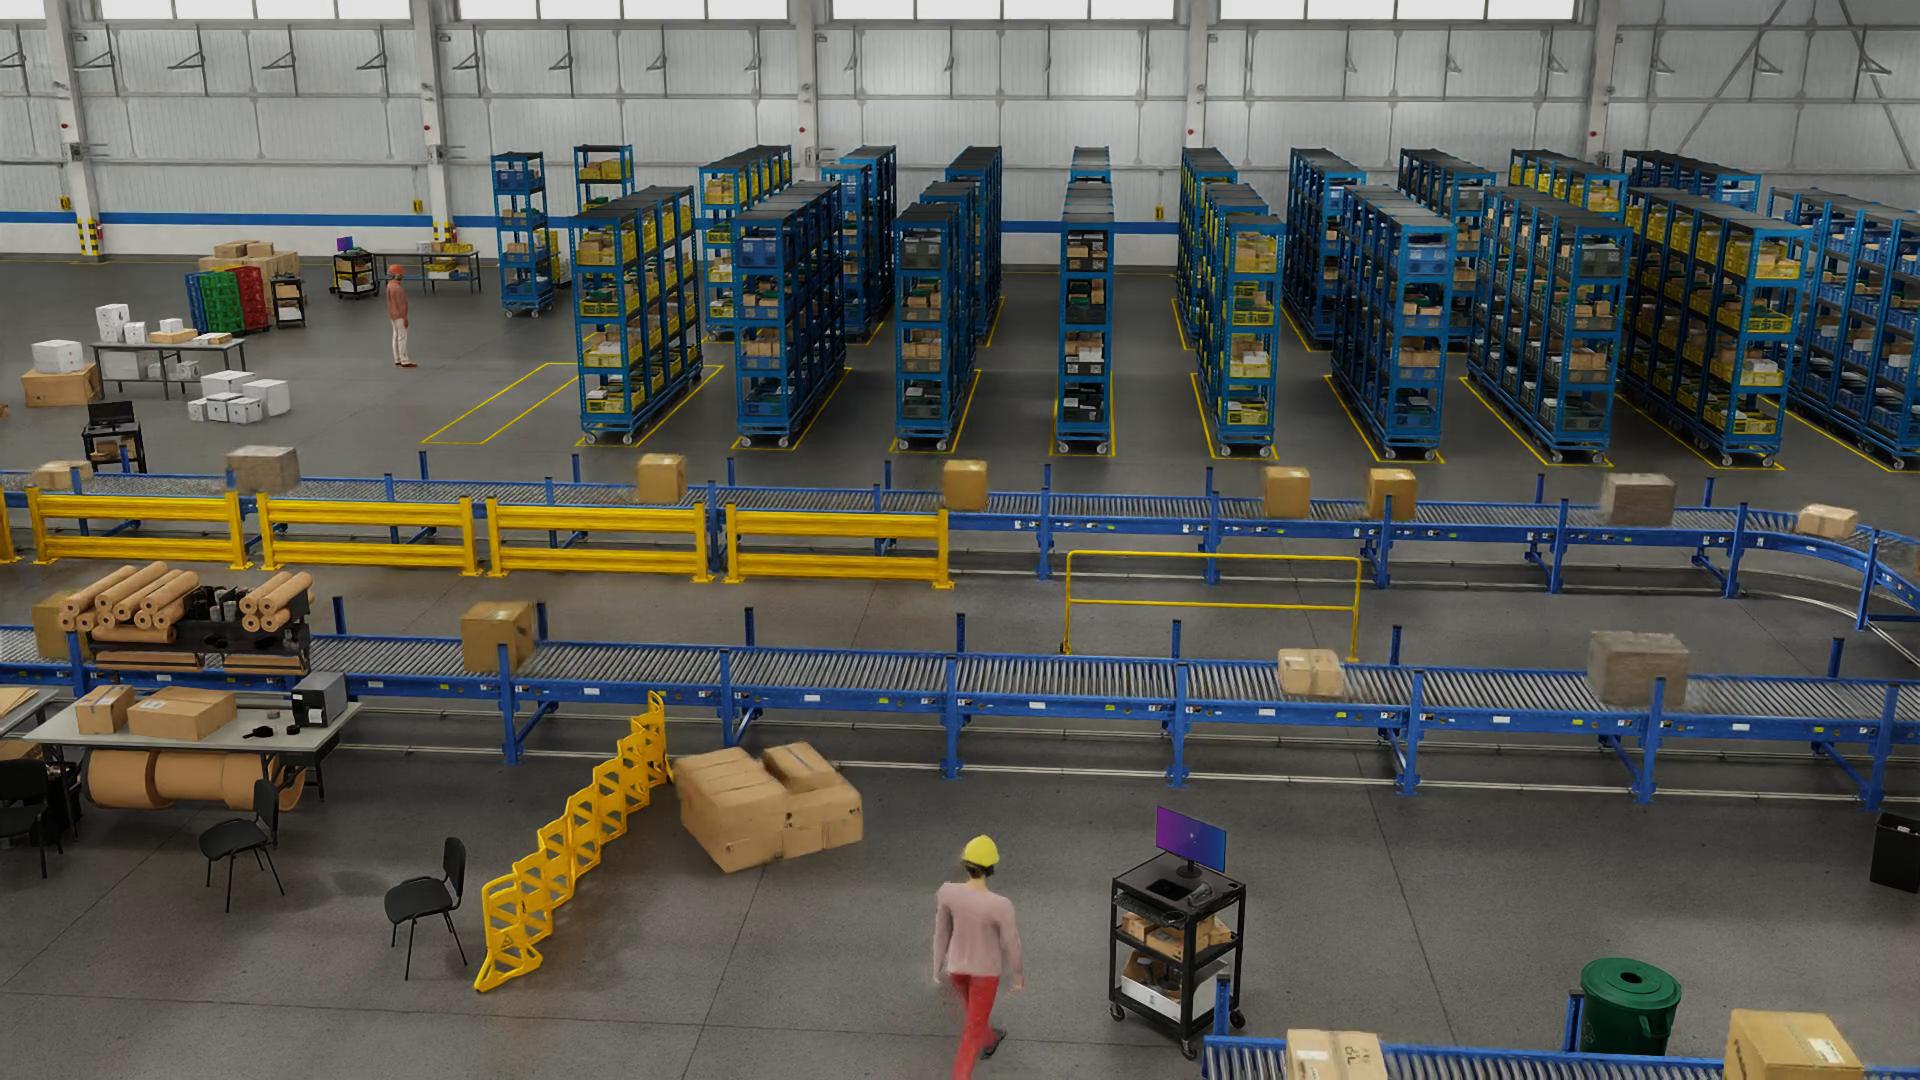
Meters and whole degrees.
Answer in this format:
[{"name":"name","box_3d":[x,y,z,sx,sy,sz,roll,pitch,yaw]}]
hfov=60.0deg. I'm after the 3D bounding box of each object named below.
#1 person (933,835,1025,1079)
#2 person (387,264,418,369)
[{"name":"person","box_3d":[0.120,2.645,10.363,0.552,1.715,0.936,10,20,28]},{"name":"person","box_3d":[-10.740,-4.280,31.873,0.375,1.997,0.612,-14,23,-38]}]
